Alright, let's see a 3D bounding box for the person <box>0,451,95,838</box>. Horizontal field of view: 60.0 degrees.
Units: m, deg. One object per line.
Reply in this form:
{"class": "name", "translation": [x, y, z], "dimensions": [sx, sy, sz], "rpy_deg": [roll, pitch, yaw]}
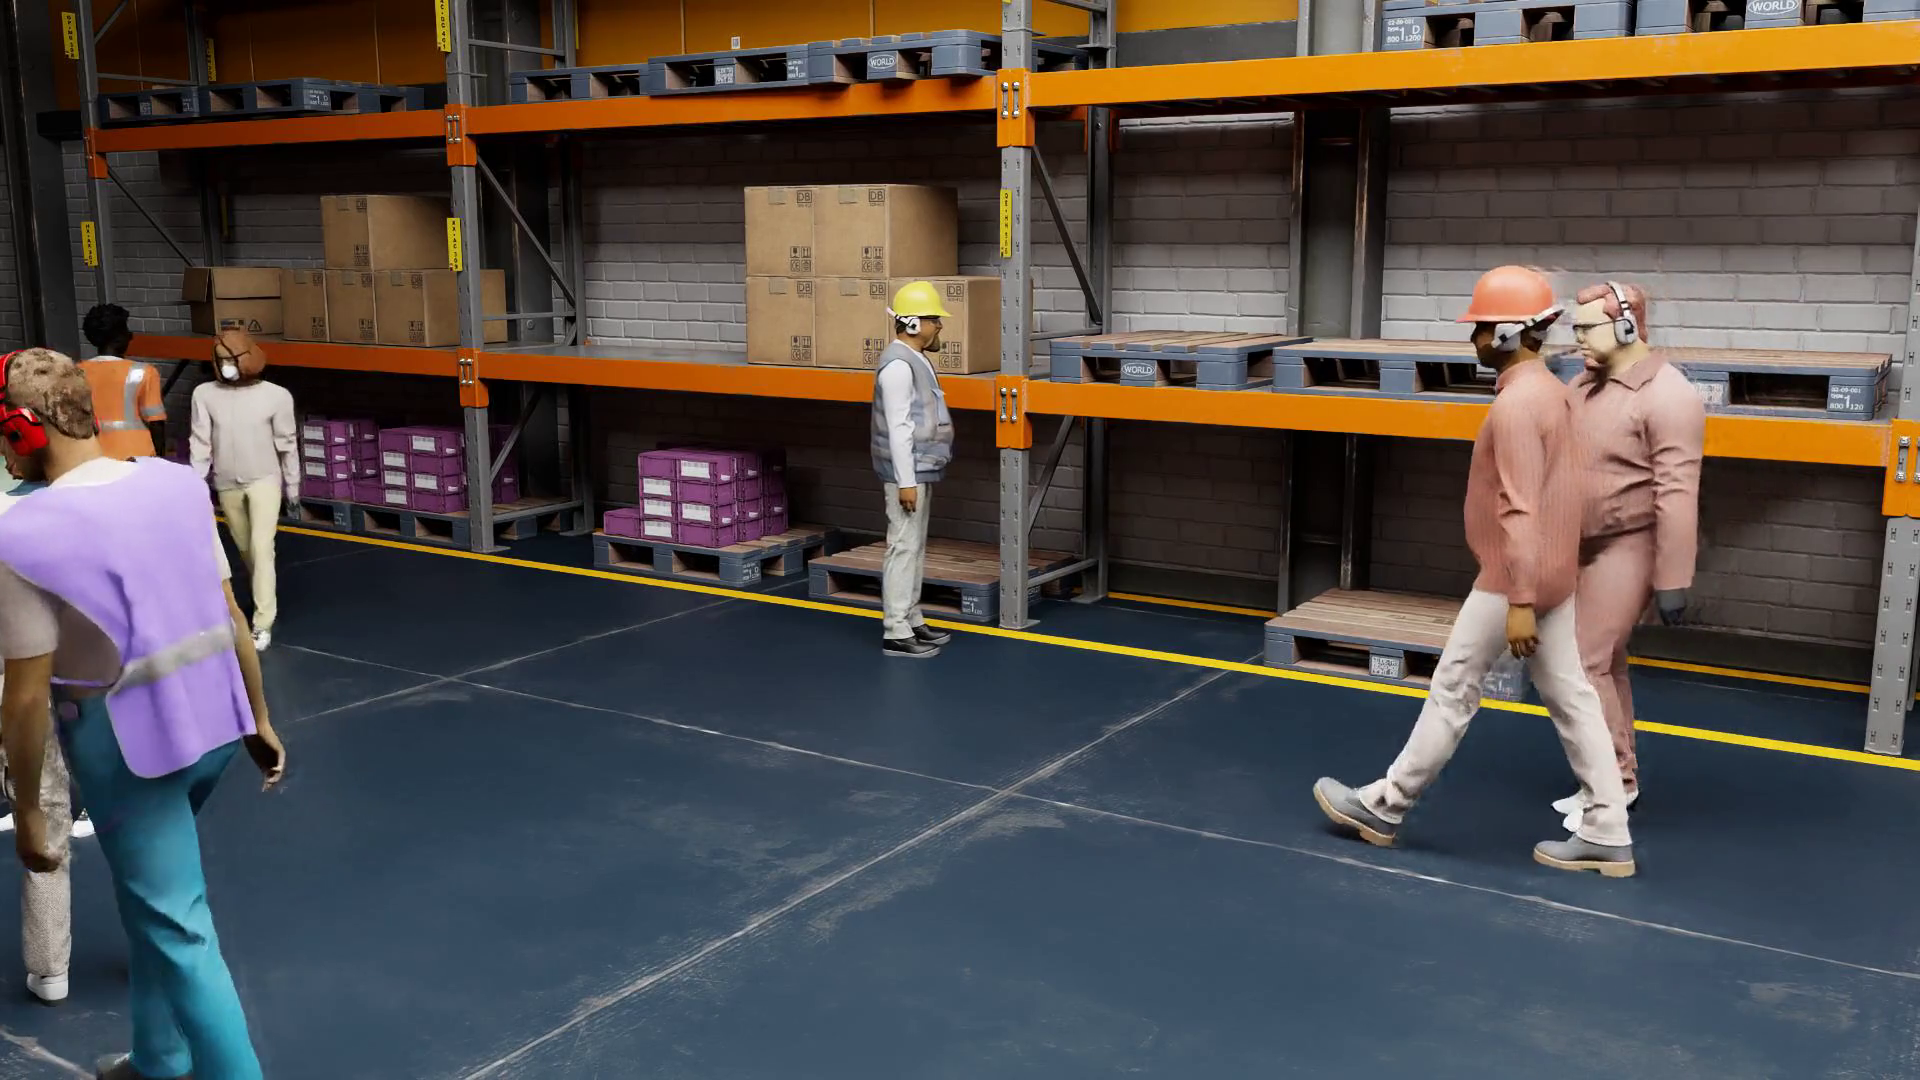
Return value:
{"class": "person", "translation": [-3.115, 0.201, 5.659], "dimensions": [0.502, 1.629, 0.280], "rpy_deg": [3, 11, 16]}

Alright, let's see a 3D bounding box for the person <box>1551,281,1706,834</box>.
{"class": "person", "translation": [2.187, 0.065, 5.701], "dimensions": [0.514, 1.886, 0.666], "rpy_deg": [-1, 10, -6]}

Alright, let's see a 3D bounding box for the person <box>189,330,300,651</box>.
{"class": "person", "translation": [-3.611, -0.274, 8.443], "dimensions": [0.483, 1.580, 0.853], "rpy_deg": [0, 10, -2]}

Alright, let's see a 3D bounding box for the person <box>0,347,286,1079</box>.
{"class": "person", "translation": [-1.848, 0.487, 3.627], "dimensions": [0.769, 1.790, 0.635], "rpy_deg": [3, 11, 14]}

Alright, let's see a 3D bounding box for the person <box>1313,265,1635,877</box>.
{"class": "person", "translation": [1.728, 0.099, 5.360], "dimensions": [1.049, 1.932, 0.661], "rpy_deg": [6, 12, 32]}

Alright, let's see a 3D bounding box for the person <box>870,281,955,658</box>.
{"class": "person", "translation": [-0.228, -0.345, 8.157], "dimensions": [0.403, 1.827, 0.595], "rpy_deg": [1, 10, 8]}

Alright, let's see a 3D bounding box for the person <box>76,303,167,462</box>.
{"class": "person", "translation": [-4.404, -0.382, 8.703], "dimensions": [0.537, 1.694, 0.321], "rpy_deg": [-1, 10, -4]}

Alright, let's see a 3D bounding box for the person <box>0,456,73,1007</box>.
{"class": "person", "translation": [-2.353, 0.420, 4.414], "dimensions": [0.514, 1.641, 0.307], "rpy_deg": [-6, 12, -29]}
